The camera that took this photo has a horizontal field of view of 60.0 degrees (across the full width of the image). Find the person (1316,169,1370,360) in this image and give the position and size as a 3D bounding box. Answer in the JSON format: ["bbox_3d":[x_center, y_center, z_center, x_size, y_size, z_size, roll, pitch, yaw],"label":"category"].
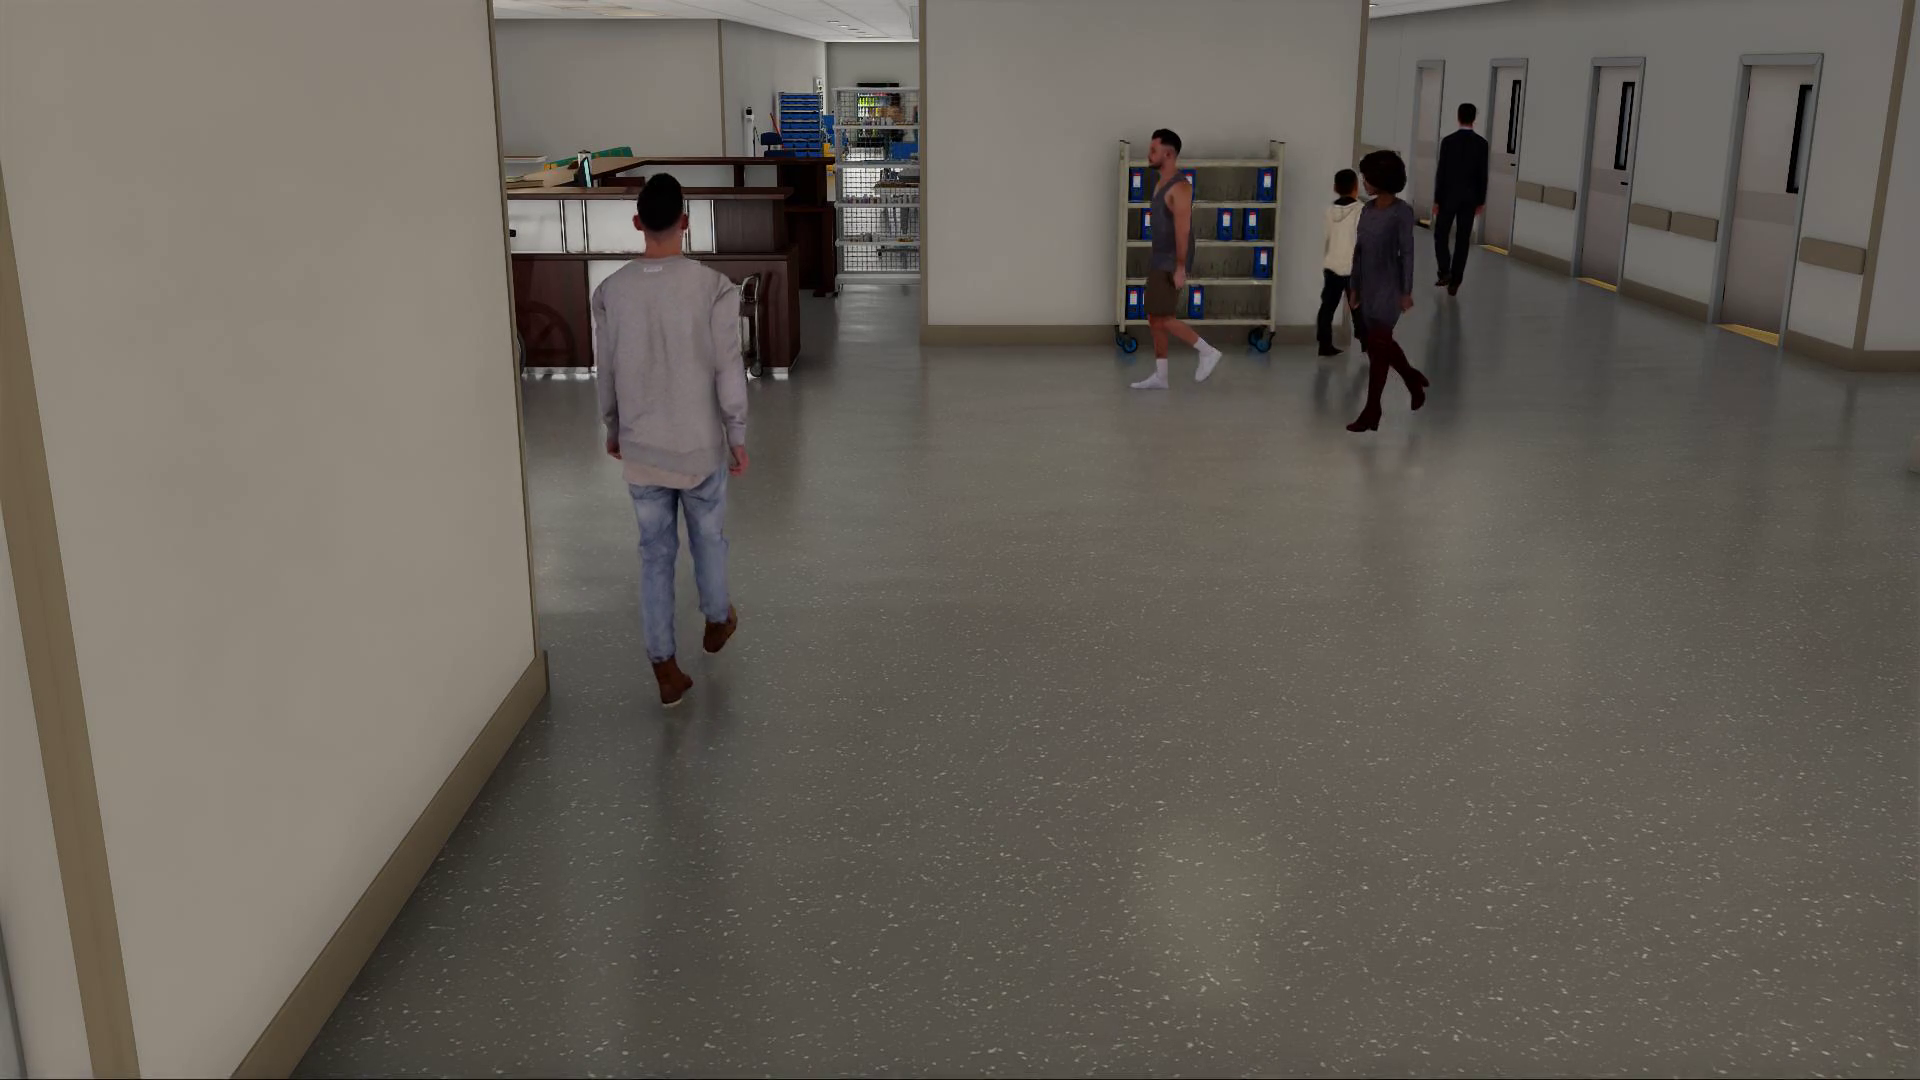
[{"bbox_3d":[2.888,-2.088,12.741,0.971,1.428,0.882,-12,19,-35],"label":"person"}]

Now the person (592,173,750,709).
[{"bbox_3d":[-0.999,-0.312,5.732,0.971,1.812,0.800,1,16,3],"label":"person"}]

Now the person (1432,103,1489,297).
[{"bbox_3d":[4.933,-3.348,16.419,0.677,1.857,0.788,3,16,10],"label":"person"}]

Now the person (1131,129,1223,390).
[{"bbox_3d":[1.541,-1.913,11.562,0.908,1.826,0.717,-2,16,-8],"label":"person"}]

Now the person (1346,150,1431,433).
[{"bbox_3d":[2.664,-1.517,10.250,1.155,1.680,0.952,-9,18,-30],"label":"person"}]

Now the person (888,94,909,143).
[{"bbox_3d":[-1.479,-9.584,38.925,0.576,1.647,0.707,4,16,13],"label":"person"}]

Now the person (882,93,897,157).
[{"bbox_3d":[-1.663,-9.850,39.768,1.082,1.702,0.765,1,16,5],"label":"person"}]
